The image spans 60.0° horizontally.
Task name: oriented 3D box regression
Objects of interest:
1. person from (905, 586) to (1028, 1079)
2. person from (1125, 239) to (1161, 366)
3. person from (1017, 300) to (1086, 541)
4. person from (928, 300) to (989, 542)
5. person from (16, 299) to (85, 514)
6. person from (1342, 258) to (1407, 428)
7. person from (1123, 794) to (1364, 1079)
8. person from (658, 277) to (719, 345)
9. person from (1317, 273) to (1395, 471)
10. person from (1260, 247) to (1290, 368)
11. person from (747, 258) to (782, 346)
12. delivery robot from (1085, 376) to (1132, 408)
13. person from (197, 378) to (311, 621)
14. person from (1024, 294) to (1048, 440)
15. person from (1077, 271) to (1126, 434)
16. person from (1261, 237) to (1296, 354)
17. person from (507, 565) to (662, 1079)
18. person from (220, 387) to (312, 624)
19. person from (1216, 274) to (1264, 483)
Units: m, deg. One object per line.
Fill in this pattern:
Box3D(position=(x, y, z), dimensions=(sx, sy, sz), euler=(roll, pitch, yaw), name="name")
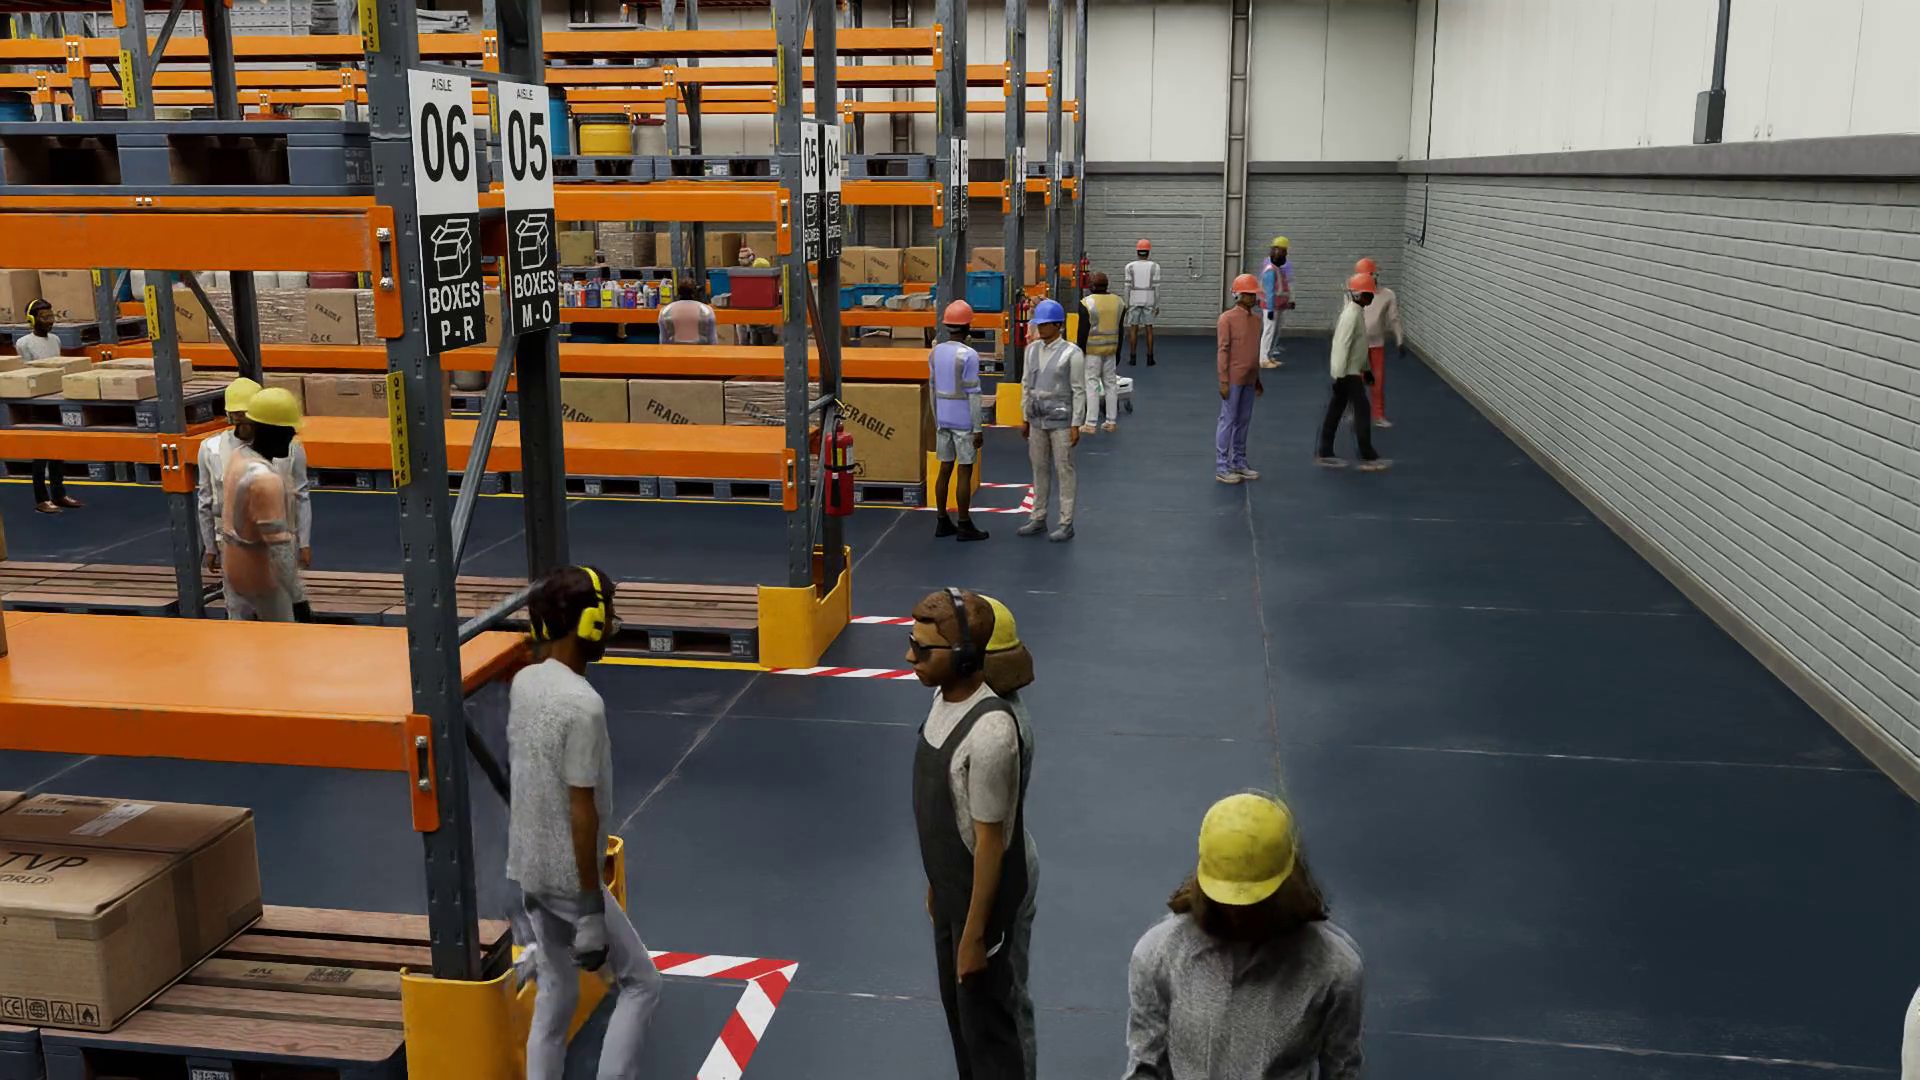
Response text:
Box3D(position=(0.013, 1.022, 4.722), dimensions=(0.338, 1.839, 0.508), euler=(-3, 13, -15), name="person")
Box3D(position=(2.807, -3.655, 25.615), dimensions=(0.551, 1.932, 0.378), euler=(2, 13, 8), name="person")
Box3D(position=(0.736, -0.963, 13.430), dimensions=(0.606, 1.947, 0.406), euler=(11, 17, 41), name="person")
Box3D(position=(-0.003, -0.957, 13.427), dimensions=(0.357, 1.938, 0.552), euler=(-11, 17, -42), name="person")
Box3D(position=(-7.970, -1.169, 14.543), dimensions=(0.311, 1.869, 0.530), euler=(2, 13, 8), name="person")
Box3D(position=(4.818, -2.292, 19.400), dimensions=(0.780, 1.971, 0.488), euler=(2, 13, 7), name="person")
Box3D(position=(0.581, 1.353, 3.489), dimensions=(0.482, 1.725, 0.362), euler=(3, 13, 15), name="person")
Box3D(position=(-2.894, -1.888, 17.851), dimensions=(0.633, 1.843, 0.429), euler=(-1, 13, -3), name="person")
Box3D(position=(4.009, -1.670, 16.585), dimensions=(0.883, 1.954, 0.626), euler=(3, 13, 12), name="person")
Box3D(position=(4.783, -3.530, 25.289), dimensions=(0.430, 1.833, 0.623), euler=(5, 14, 23), name="person")
Box3D(position=(-2.612, -2.803, 21.999), dimensions=(0.590, 1.833, 0.404), euler=(9, 15, 36), name="person")
Box3D(position=(1.813, -1.878, 20.518), dimensions=(0.477, 0.478, 0.707), euler=(11, 16, 40), name="delivery robot")
Box3D(position=(-3.948, 0.000, 9.344), dimensions=(0.586, 1.833, 0.403), euler=(-5, 13, -20), name="person")
Box3D(position=(0.895, -1.883, 18.314), dimensions=(0.313, 1.631, 0.525), euler=(-7, 15, -30), name="person")
Box3D(position=(1.575, -2.135, 18.968), dimensions=(0.632, 1.840, 0.429), euler=(-7, 14, -30), name="person")
Box3D(position=(5.250, -3.982, 27.142), dimensions=(0.681, 1.903, 0.623), euler=(-8, 15, -33), name="person")
Box3D(position=(-1.092, 0.993, 4.852), dimensions=(0.570, 1.832, 0.603), euler=(-10, 16, -38), name="person")
Box3D(position=(-3.500, 0.179, 8.382), dimensions=(0.570, 1.905, 0.660), euler=(-8, 15, -31), name="person")
Box3D(position=(2.700, -1.554, 15.987), dimensions=(0.611, 1.996, 0.378), euler=(-12, 17, -42), name="person")
